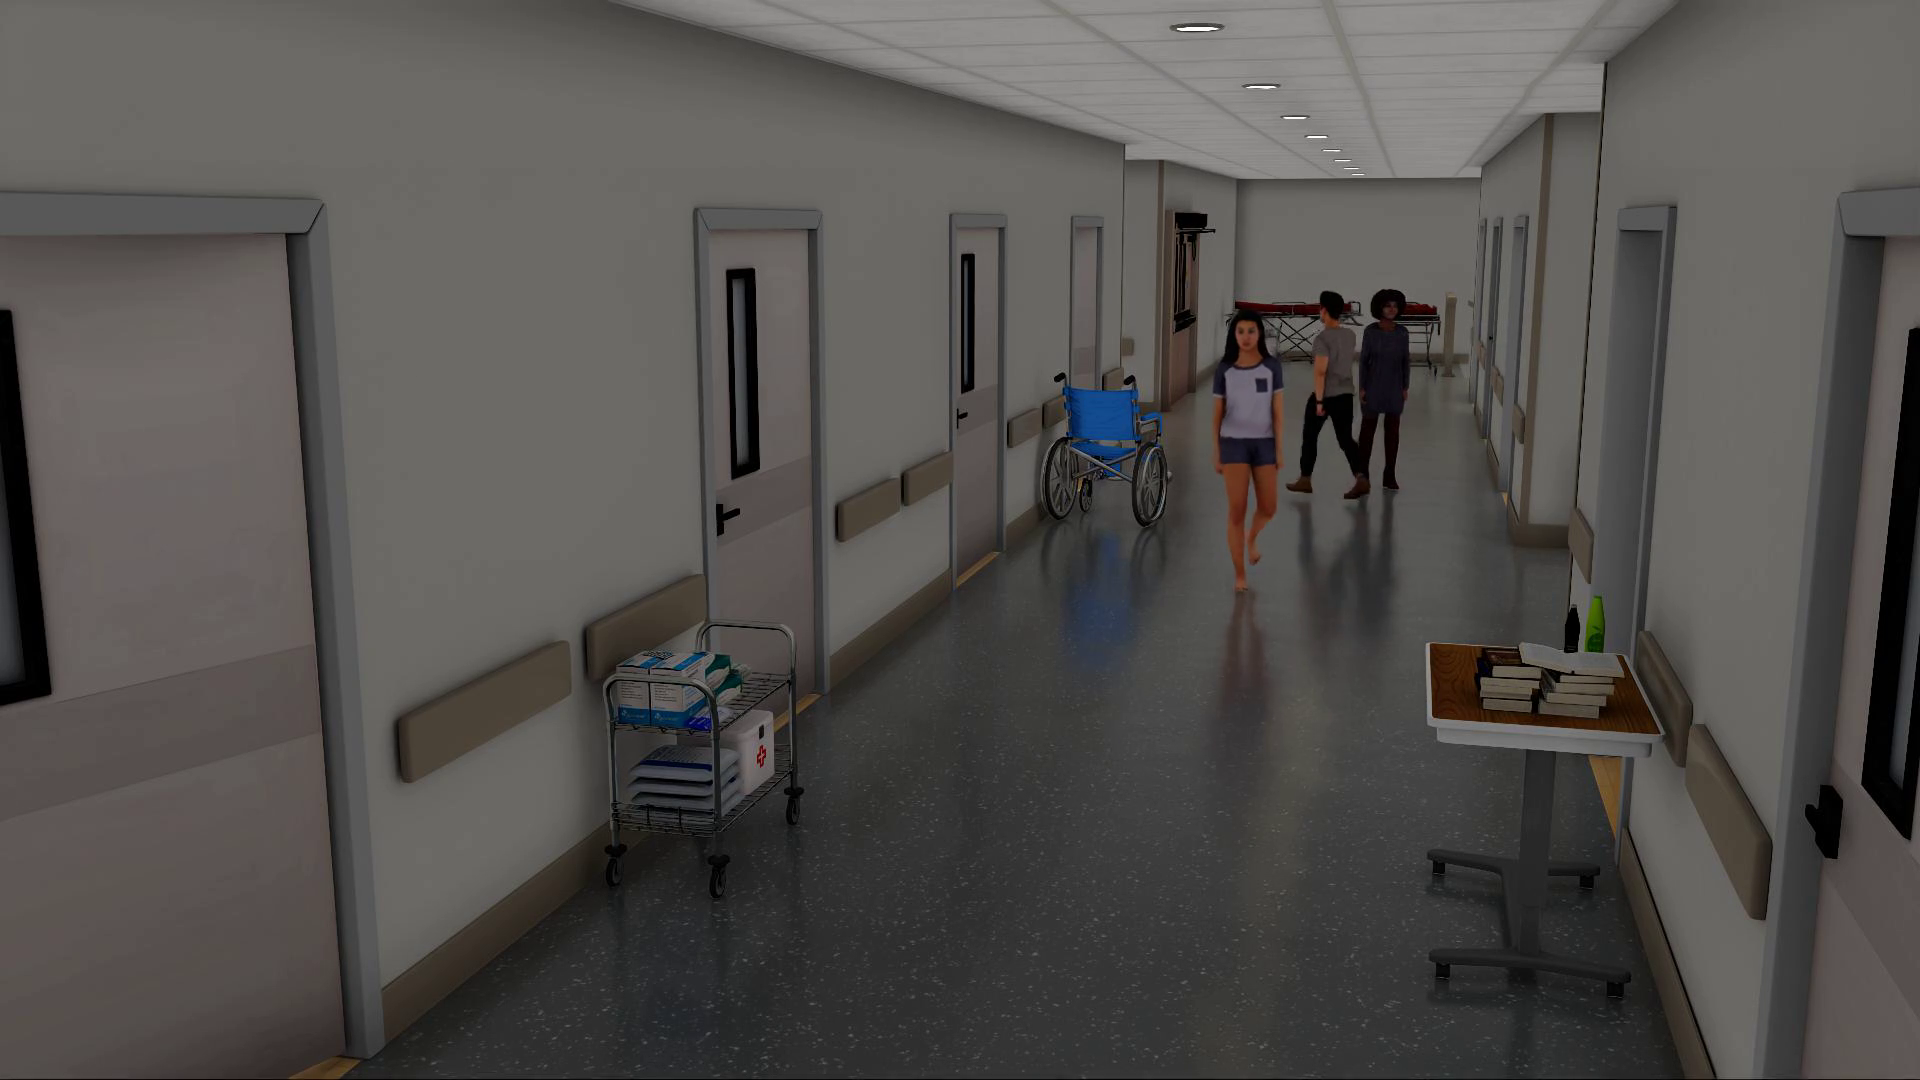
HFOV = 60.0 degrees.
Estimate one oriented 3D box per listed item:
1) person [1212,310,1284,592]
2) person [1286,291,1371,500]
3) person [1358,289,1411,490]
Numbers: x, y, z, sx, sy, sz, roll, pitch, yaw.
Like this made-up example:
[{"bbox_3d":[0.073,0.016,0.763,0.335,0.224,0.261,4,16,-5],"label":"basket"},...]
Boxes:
[{"bbox_3d":[1.800,-0.566,10.383,0.697,1.723,0.922,1,11,4],"label":"person"},{"bbox_3d":[3.098,-1.145,13.541,1.033,1.682,1.137,-5,12,-27],"label":"person"},{"bbox_3d":[3.606,-1.280,14.189,0.626,1.706,0.590,0,11,2],"label":"person"}]
